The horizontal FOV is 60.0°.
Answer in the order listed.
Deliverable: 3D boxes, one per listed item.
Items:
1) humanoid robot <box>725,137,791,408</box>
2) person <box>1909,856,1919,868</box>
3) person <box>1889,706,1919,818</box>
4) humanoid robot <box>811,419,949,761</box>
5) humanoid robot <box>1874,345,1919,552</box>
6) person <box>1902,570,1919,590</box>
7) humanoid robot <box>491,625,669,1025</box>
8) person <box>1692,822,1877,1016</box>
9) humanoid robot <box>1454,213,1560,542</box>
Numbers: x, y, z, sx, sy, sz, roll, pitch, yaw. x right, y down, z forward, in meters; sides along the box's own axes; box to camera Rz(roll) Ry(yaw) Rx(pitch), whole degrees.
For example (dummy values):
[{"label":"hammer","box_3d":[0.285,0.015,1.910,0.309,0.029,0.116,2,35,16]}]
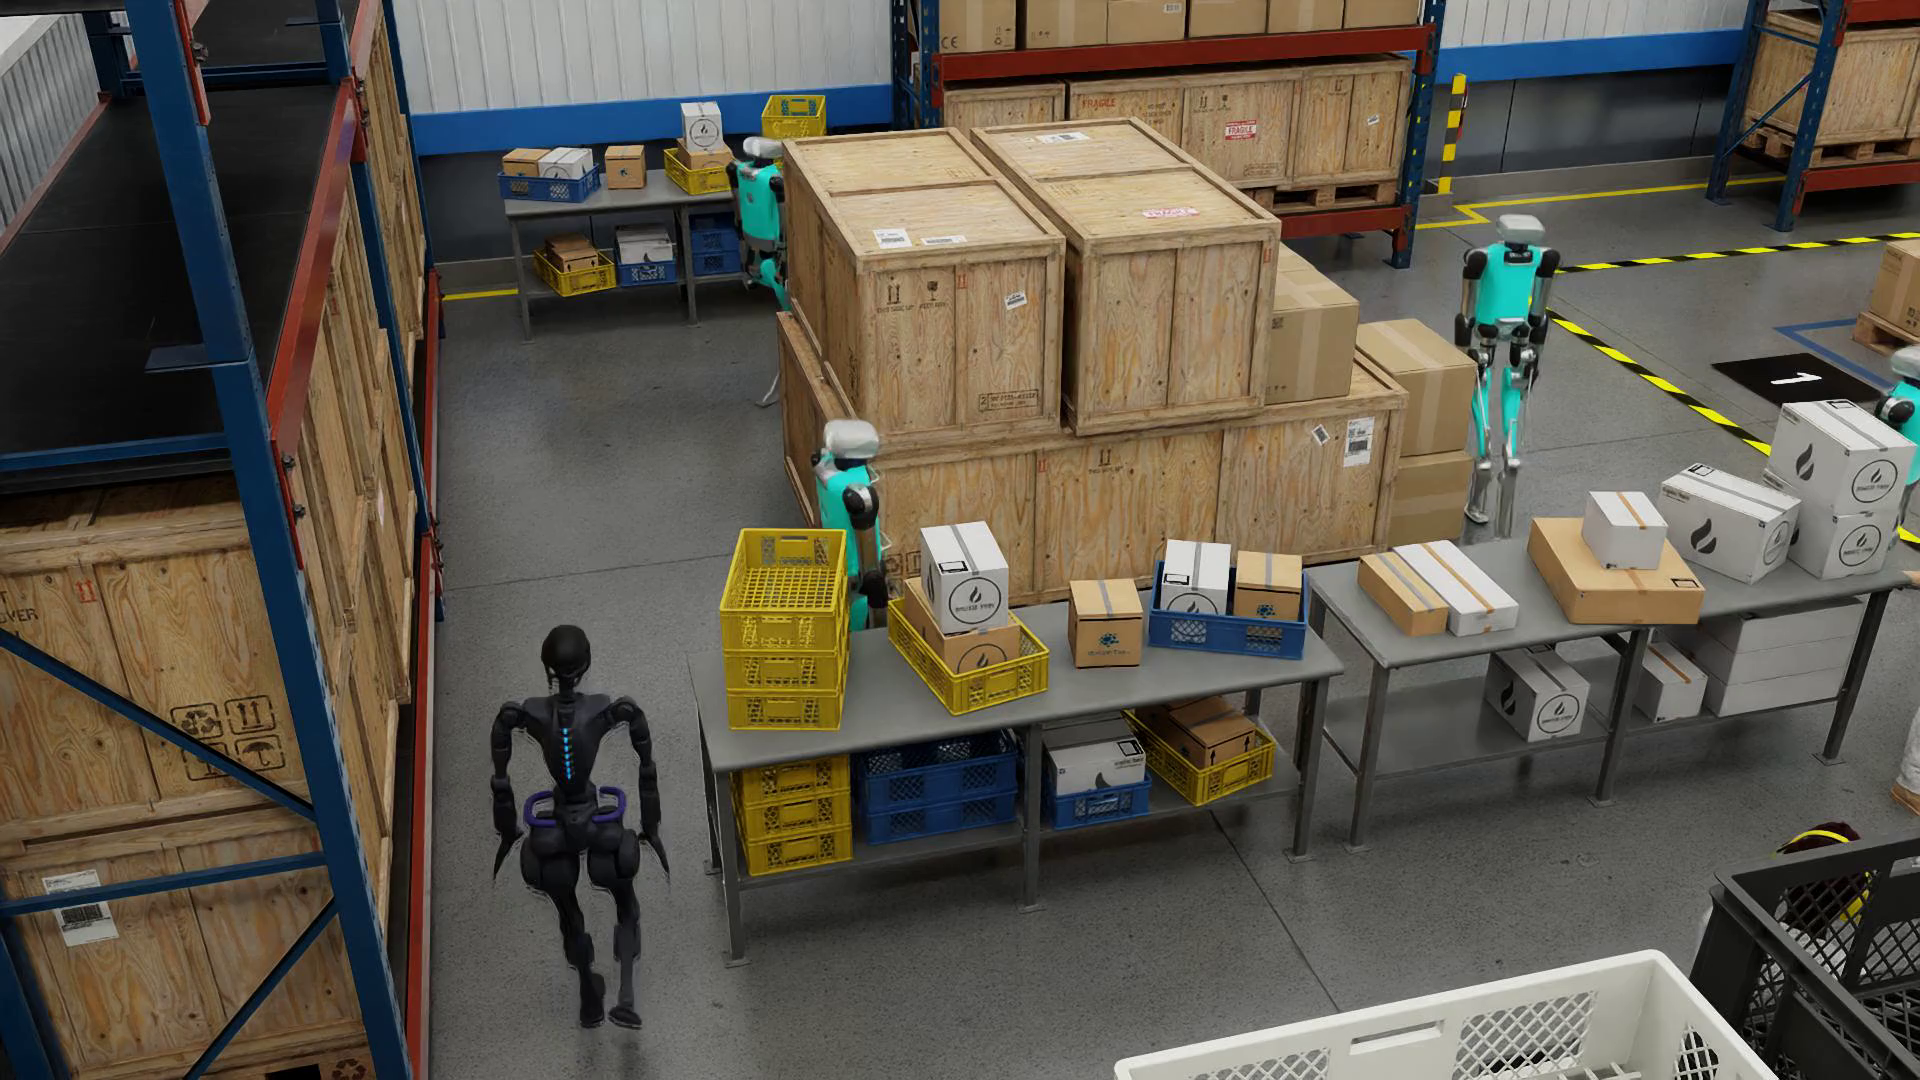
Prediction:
[{"label":"humanoid robot","box_3d":[-1.114,-1.782,10.842,0.544,1.785,0.861,23,36,35]},{"label":"person","box_3d":[3.891,0.799,6.025,0.665,1.849,0.974,-6,29,-10]},{"label":"person","box_3d":[4.309,0.336,6.892,0.628,1.835,0.429,-16,33,-27]},{"label":"humanoid robot","box_3d":[-0.286,0.284,7.071,0.957,1.752,0.543,-11,31,-20]},{"label":"humanoid robot","box_3d":[4.108,-0.089,7.824,0.546,1.859,0.658,-19,34,-30]},{"label":"person","box_3d":[5.168,-0.550,8.285,0.392,2.035,0.613,0,29,0]},{"label":"humanoid robot","box_3d":[-1.326,1.053,5.753,0.609,1.645,0.423,-5,29,-9]},{"label":"person","box_3d":[2.209,1.566,4.630,0.331,1.861,0.497,-25,37,-37]},{"label":"humanoid robot","box_3d":[3.022,-0.786,9.142,0.543,1.901,0.762,-4,29,-8]}]
